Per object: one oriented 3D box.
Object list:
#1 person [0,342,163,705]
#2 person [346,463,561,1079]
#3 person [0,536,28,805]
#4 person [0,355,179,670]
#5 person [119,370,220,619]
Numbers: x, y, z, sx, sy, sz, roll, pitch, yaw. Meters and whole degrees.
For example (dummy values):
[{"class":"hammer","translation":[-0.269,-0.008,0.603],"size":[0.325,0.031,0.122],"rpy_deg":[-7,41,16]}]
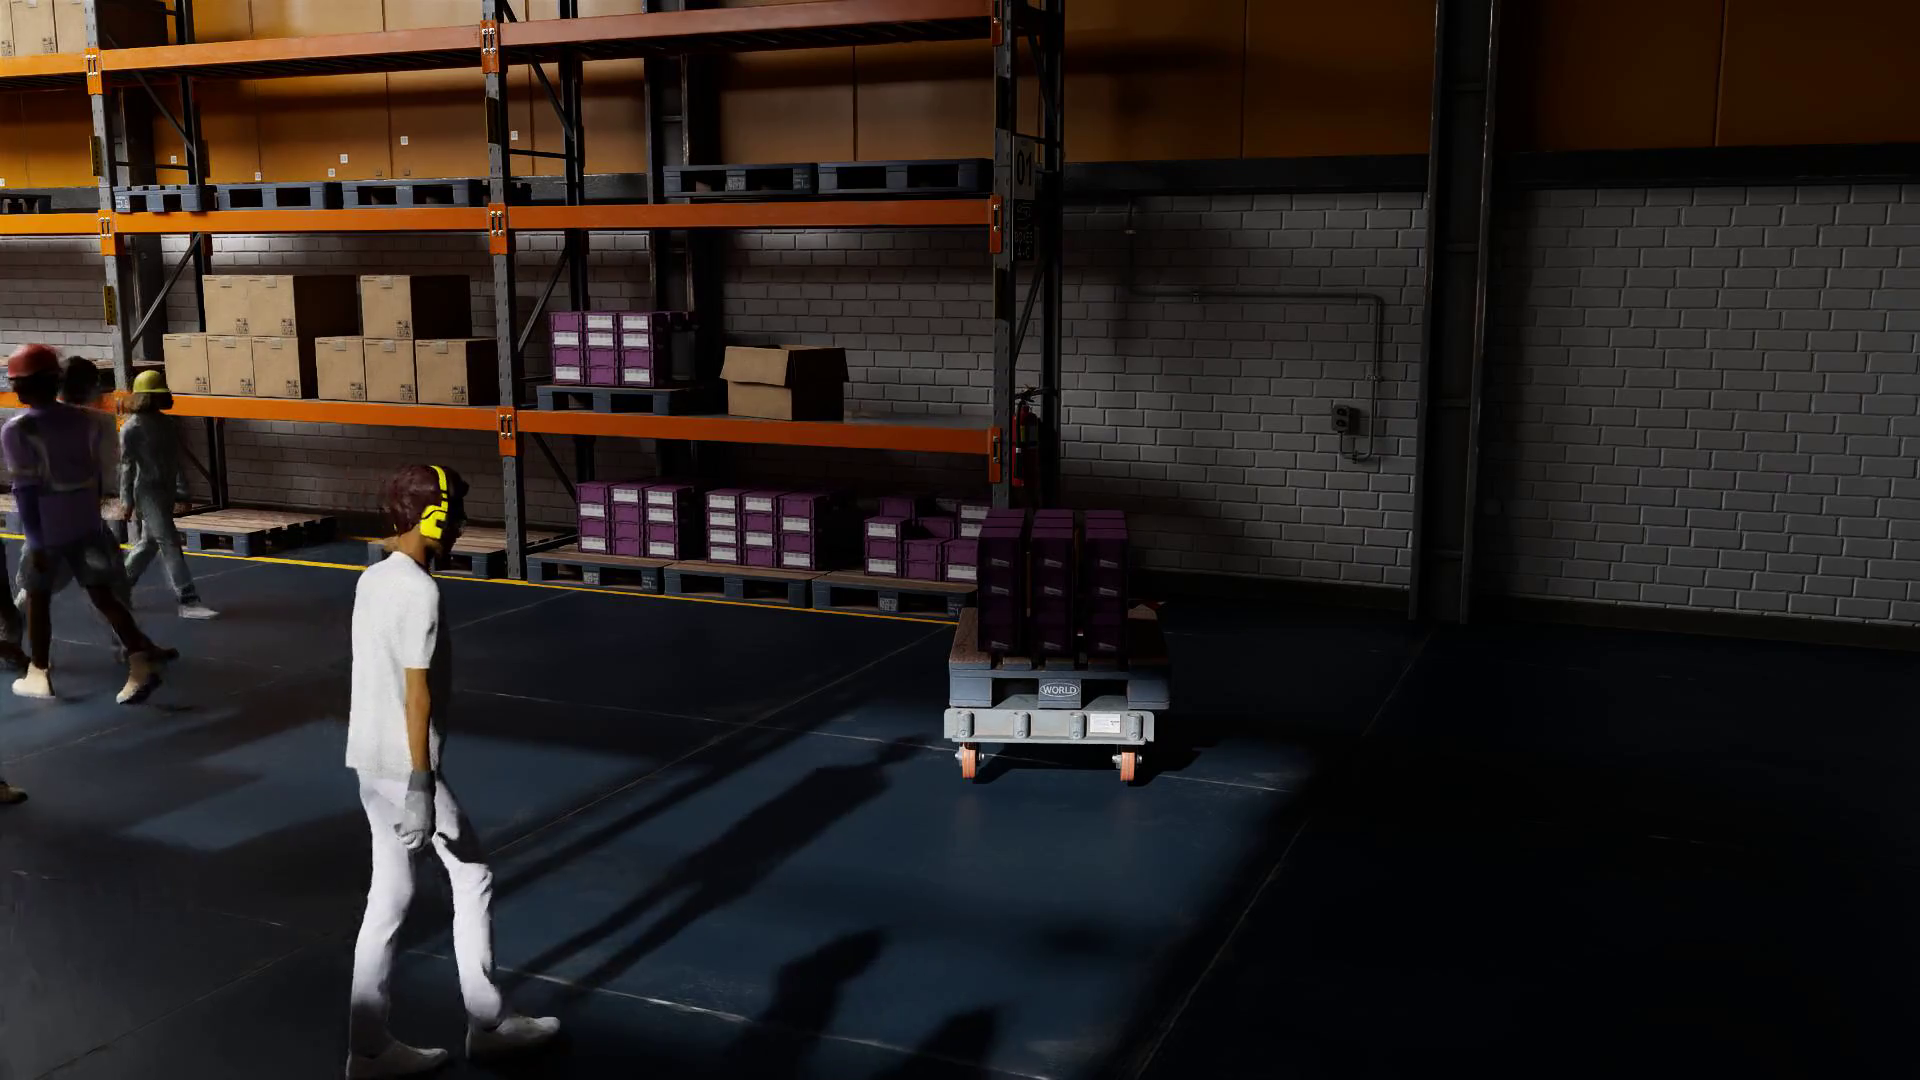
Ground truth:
[{"class":"person","translation":[-4.851,-0.077,9.078],"size":[1.022,2.004,0.598],"rpy_deg":[5,11,27]},{"class":"person","translation":[-1.578,0.687,4.998],"size":[0.733,1.828,0.582],"rpy_deg":[-9,13,-42]},{"class":"person","translation":[-4.407,0.294,7.334],"size":[0.437,1.834,0.504],"rpy_deg":[1,9,4]},{"class":"person","translation":[-5.336,-0.156,9.904],"size":[1.030,1.888,0.630],"rpy_deg":[-4,10,-23]},{"class":"person","translation":[-5.526,-0.314,11.359],"size":[0.899,1.703,0.493],"rpy_deg":[2,10,12]}]
